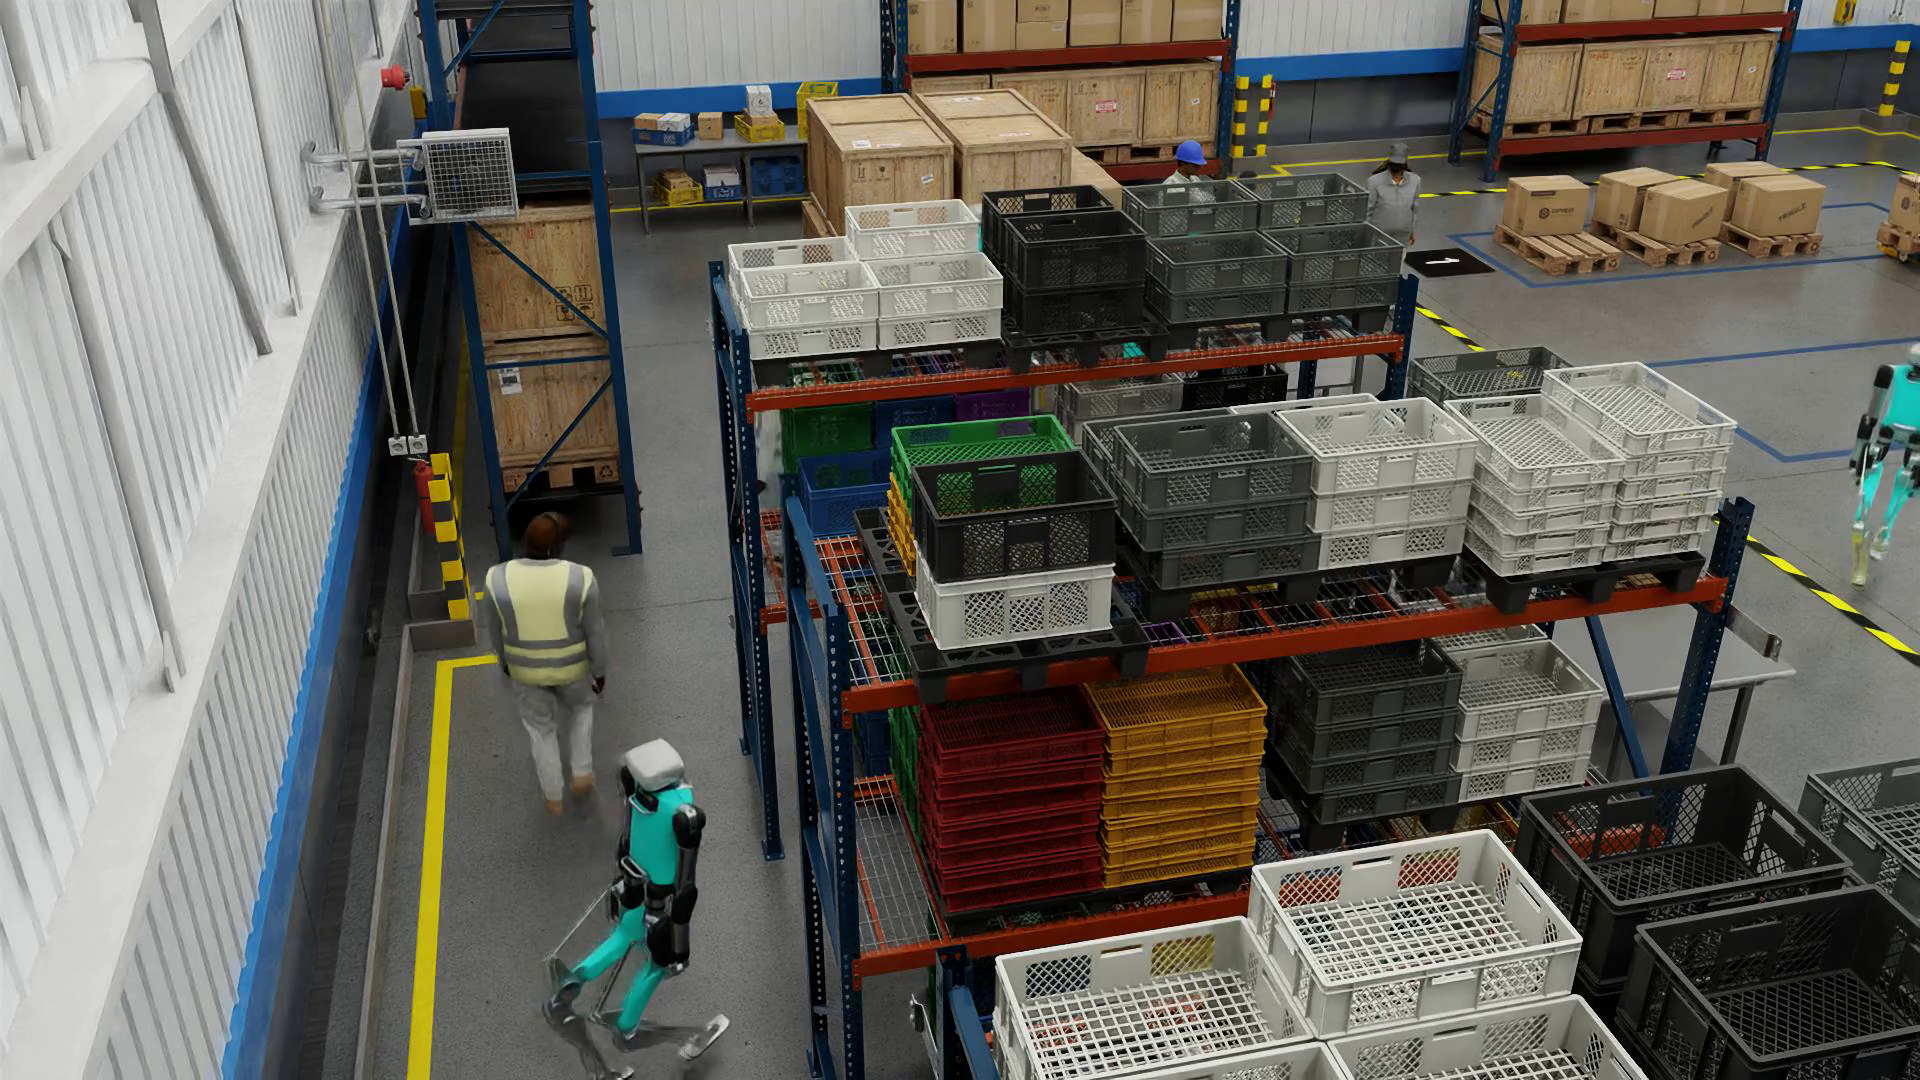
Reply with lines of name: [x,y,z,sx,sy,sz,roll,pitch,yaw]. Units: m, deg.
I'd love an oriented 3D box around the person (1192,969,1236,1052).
person: [0.997,2.197,6.239,0.887,1.800,0.596,-2,28,-4]

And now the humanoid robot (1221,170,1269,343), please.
humanoid robot: [2.614,-2.649,15.558,0.609,1.655,0.378,15,31,26]

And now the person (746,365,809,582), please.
person: [-1.335,-0.557,11.383,0.614,1.863,0.584,0,28,0]

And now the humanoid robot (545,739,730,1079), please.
humanoid robot: [-1.476,1.727,7.184,0.966,1.733,0.539,-22,35,-35]

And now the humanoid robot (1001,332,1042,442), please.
humanoid robot: [0.531,-0.710,11.836,0.674,1.833,0.532,-20,34,-33]

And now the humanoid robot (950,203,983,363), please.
humanoid robot: [-0.091,-1.946,14.215,0.900,1.805,0.545,-11,30,-19]

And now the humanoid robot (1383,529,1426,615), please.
humanoid robot: [2.729,0.109,10.364,0.621,1.619,0.755,11,30,20]

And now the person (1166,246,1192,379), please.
person: [1.595,-1.288,12.589,0.376,2.045,0.605,13,31,24]

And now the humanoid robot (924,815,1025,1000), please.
humanoid robot: [0.170,1.437,7.856,0.772,1.624,0.600,-10,30,-19]

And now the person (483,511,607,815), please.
person: [-2.236,0.666,9.131,0.612,1.814,0.516,-5,28,-10]

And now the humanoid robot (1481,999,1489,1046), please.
humanoid robot: [1.902,2.304,6.196,0.609,1.637,0.622,-24,36,-38]

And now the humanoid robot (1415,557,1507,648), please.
humanoid robot: [2.752,0.728,9.200,0.609,1.633,0.722,9,29,16]

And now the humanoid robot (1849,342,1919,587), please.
humanoid robot: [6.348,-0.457,11.329,0.554,1.737,1.024,15,31,27]

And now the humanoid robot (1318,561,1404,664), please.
humanoid robot: [2.497,0.194,10.185,0.593,1.631,0.679,-12,30,-21]

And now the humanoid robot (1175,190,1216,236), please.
humanoid robot: [1.873,-2.155,14.563,0.978,1.742,0.567,-21,34,-34]

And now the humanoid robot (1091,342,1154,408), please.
humanoid robot: [1.132,-1.018,12.264,0.735,1.673,0.533,-14,31,-24]

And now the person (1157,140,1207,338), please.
person: [2.043,-2.758,15.492,0.411,1.939,0.602,20,34,33]

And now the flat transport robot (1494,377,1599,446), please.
flat transport robot: [4.780,-1.036,14.013,0.659,0.231,1.431,-6,28,-12]

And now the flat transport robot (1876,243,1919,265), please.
flat transport robot: [10.562,-3.004,17.716,0.652,0.197,1.431,-6,28,-12]

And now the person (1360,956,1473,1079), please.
person: [1.635,2.303,5.918,0.718,1.929,0.385,7,29,13]

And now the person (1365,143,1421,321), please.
person: [4.128,-2.961,16.055,0.572,1.766,0.397,-4,28,-7]
